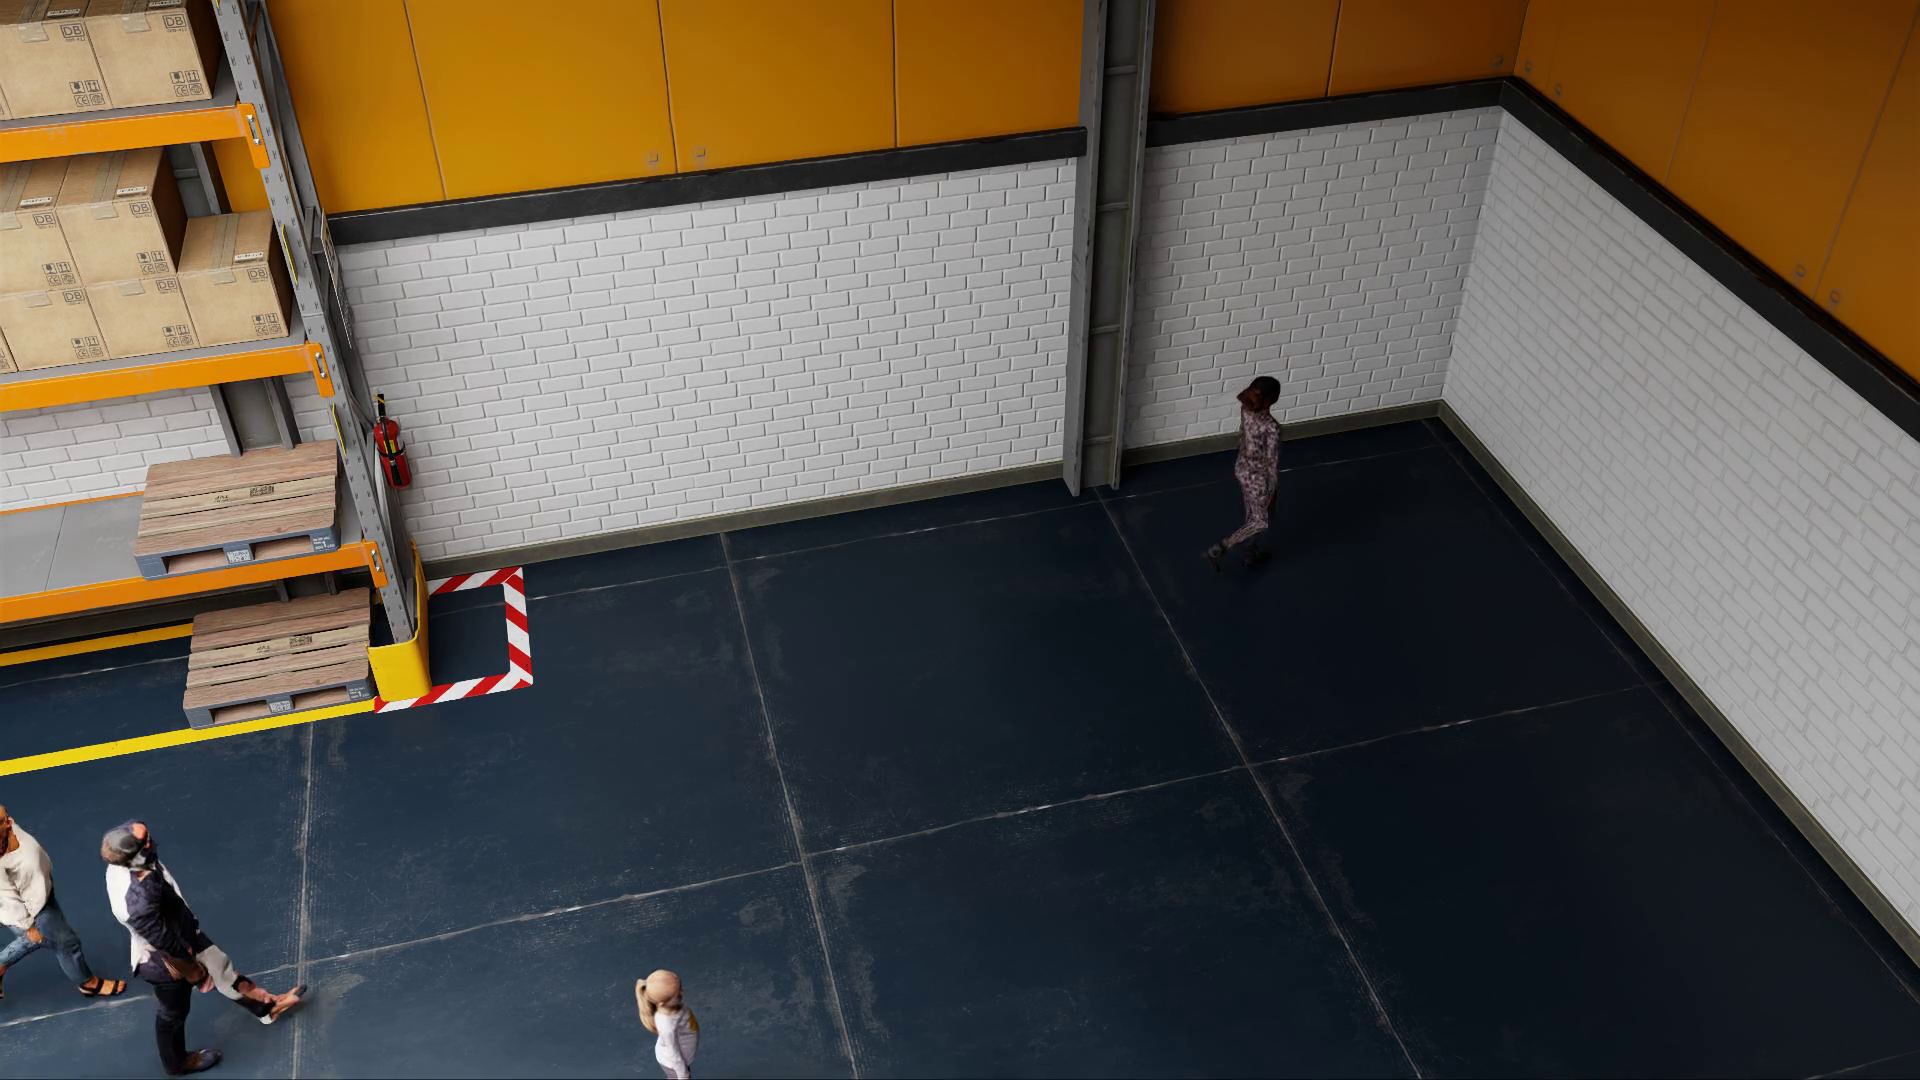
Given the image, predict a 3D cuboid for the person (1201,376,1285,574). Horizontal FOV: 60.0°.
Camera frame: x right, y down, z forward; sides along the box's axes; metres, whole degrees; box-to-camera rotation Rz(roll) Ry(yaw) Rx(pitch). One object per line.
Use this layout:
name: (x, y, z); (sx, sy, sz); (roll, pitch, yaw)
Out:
person: (2.079, -0.423, 12.044); (0.922, 1.701, 0.652); (-15, 41, -18)

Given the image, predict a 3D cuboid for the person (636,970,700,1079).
person: (-1.466, 2.638, 8.549); (0.498, 1.279, 0.487); (-8, 39, -10)

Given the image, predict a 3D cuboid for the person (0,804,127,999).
person: (-5.139, 2.008, 9.033); (0.918, 1.660, 0.638); (-11, 40, -14)

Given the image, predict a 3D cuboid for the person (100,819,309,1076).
person: (-4.209, 2.173, 8.666); (1.093, 1.860, 0.842); (-16, 41, -20)
